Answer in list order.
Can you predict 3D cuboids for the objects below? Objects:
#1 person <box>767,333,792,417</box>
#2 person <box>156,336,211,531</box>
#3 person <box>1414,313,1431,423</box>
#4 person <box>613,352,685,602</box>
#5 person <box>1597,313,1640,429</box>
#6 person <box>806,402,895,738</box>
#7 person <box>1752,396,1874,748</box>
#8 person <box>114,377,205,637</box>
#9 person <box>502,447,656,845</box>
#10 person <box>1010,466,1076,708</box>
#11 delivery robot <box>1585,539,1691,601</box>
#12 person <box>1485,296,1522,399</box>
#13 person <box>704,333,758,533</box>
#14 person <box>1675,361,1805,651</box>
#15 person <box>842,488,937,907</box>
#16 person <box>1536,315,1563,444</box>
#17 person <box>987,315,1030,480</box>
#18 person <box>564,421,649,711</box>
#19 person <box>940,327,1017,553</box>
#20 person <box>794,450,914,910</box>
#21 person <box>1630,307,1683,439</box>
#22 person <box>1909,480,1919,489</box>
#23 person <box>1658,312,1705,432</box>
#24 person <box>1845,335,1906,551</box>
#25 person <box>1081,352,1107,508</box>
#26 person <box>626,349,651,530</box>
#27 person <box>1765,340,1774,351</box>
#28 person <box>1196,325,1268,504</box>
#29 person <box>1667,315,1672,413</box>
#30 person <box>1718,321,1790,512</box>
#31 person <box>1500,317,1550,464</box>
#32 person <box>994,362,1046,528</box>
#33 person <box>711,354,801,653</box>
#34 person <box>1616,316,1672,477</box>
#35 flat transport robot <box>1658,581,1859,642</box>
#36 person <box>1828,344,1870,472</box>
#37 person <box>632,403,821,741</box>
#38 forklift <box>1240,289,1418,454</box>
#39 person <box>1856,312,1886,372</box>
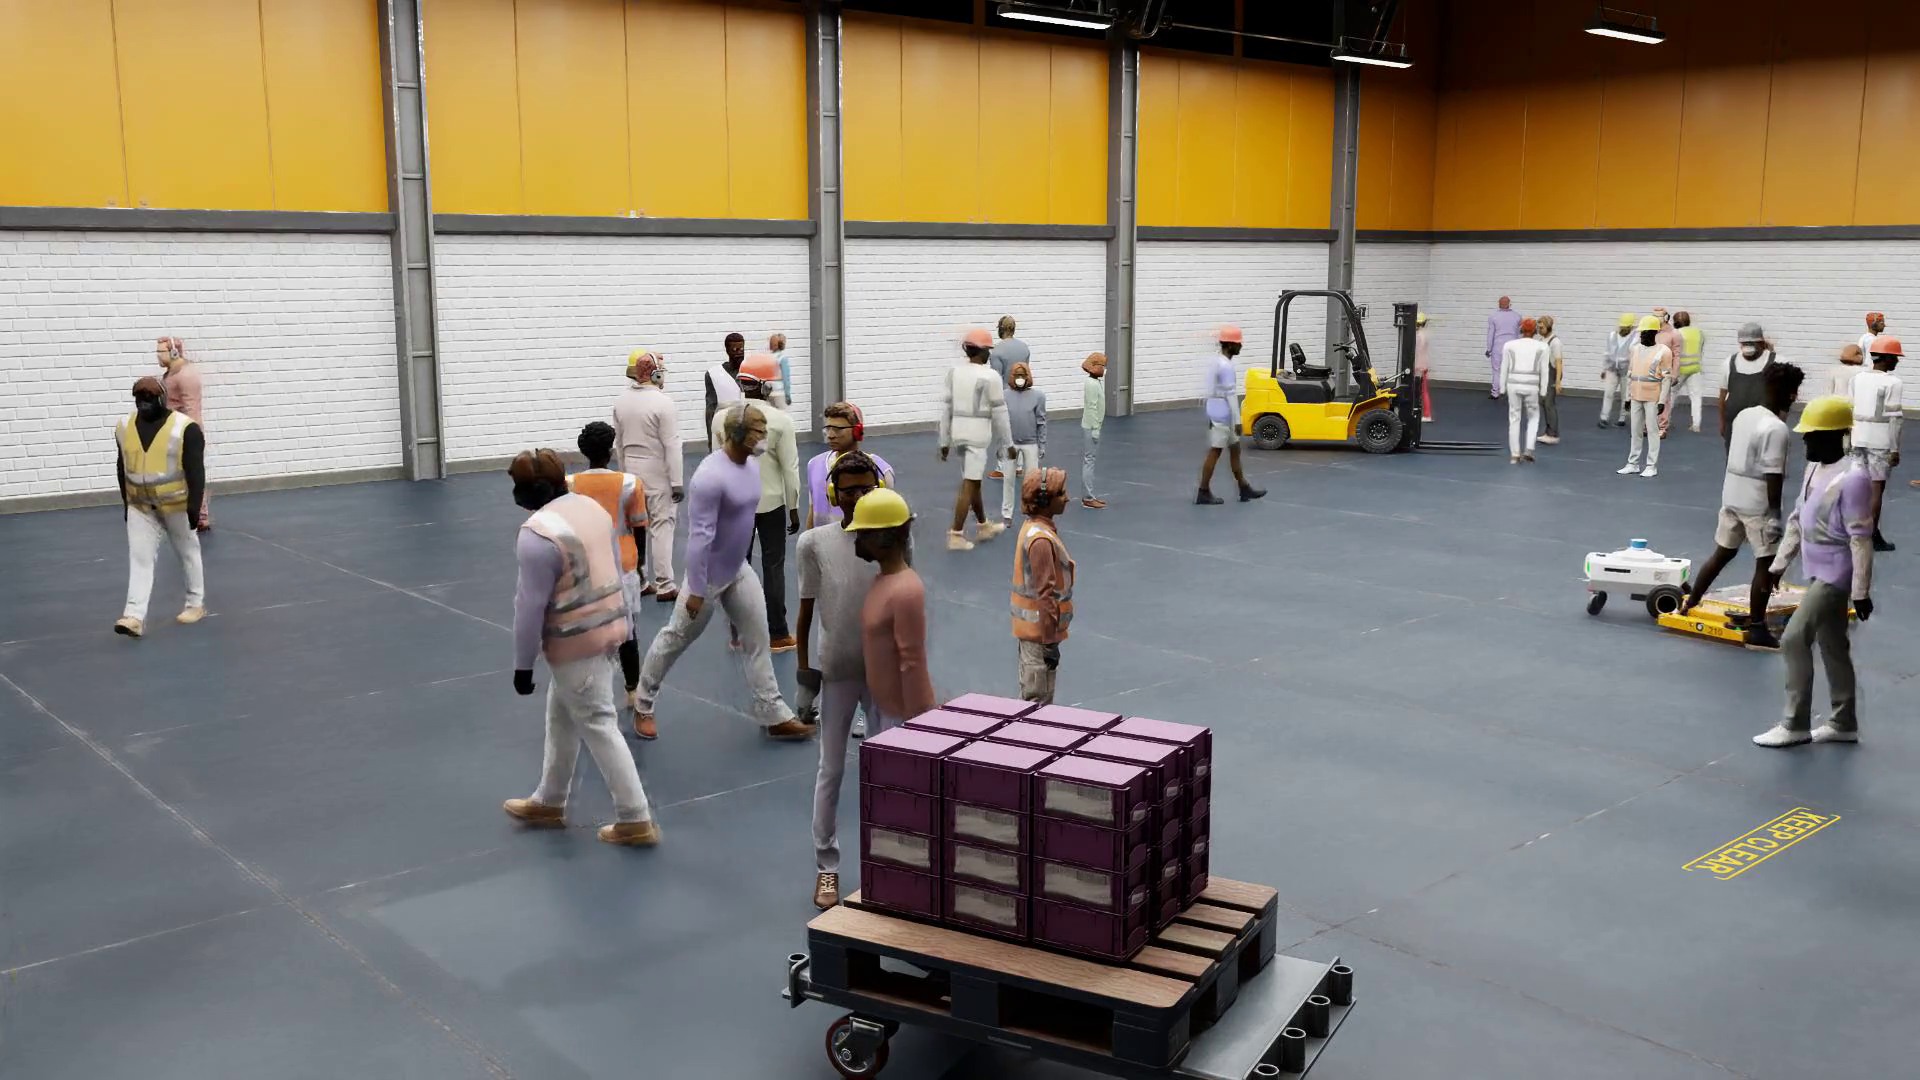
[{"bbox_3d":[-2.428,-1.913,21.937,0.529,1.624,0.527,-6,11,-32],"label":"person"},{"bbox_3d":[-7.397,-0.976,15.720,0.546,1.890,0.666,-6,11,-32],"label":"person"},{"bbox_3d":[7.154,-2.720,26.350,0.757,1.735,0.543,4,10,22],"label":"person"},{"bbox_3d":[-2.340,-0.480,12.743,0.651,1.907,0.409,7,12,37],"label":"person"},{"bbox_3d":[10.015,-2.556,25.325,0.653,1.761,0.919,8,12,39],"label":"person"},{"bbox_3d":[-0.610,0.155,9.202,0.565,1.846,0.390,6,11,30],"label":"person"},{"bbox_3d":[4.555,0.179,8.904,0.737,1.898,0.601,2,10,11],"label":"person"},{"bbox_3d":[-5.615,-0.237,11.643,0.654,1.789,0.945,0,10,0],"label":"person"},{"bbox_3d":[-1.758,0.478,7.454,0.901,1.791,0.649,2,10,12],"label":"person"},{"bbox_3d":[0.395,0.463,8.000,0.308,1.641,0.514,-1,10,-3],"label":"person"},{"bbox_3d":[4.980,0.235,12.234,0.707,0.478,0.477,5,11,27],"label":"delivery robot"},{"bbox_3d":[10.008,-3.537,30.660,0.637,1.904,0.403,0,10,-1],"label":"person"},{"bbox_3d":[-2.136,-1.003,15.767,0.587,1.920,0.390,-6,12,-33],"label":"person"},{"bbox_3d":[5.338,-0.244,11.301,0.574,1.934,0.842,0,10,-1],"label":"person"},{"bbox_3d":[-0.151,0.654,6.596,0.618,1.752,0.536,-3,10,-15],"label":"person"},{"bbox_3d":[8.302,-2.261,23.451,0.439,1.818,0.592,-1,10,-4],"label":"person"},{"bbox_3d":[0.555,-1.678,19.664,0.372,1.940,0.630,9,13,43],"label":"person"},{"bbox_3d":[-2.062,0.160,9.600,0.539,1.698,0.318,-2,10,-13],"label":"person"},{"bbox_3d":[0.198,-0.907,14.974,0.632,1.996,0.985,10,14,44],"label":"person"},{"bbox_3d":[-0.412,0.561,6.756,0.532,1.870,0.319,-3,10,-18],"label":"person"},{"bbox_3d":[10.064,-2.410,24.040,0.400,1.910,0.643,-8,13,-40],"label":"person"},{"bbox_3d":[11.051,-1.521,18.744,0.372,1.940,0.632,2,10,13],"label":"person"},{"bbox_3d":[10.959,-2.558,25.228,0.715,1.783,0.956,-2,10,-13],"label":"person"},{"bbox_3d":[8.231,-0.873,14.960,0.369,1.933,0.551,-3,10,-19],"label":"person"},{"bbox_3d":[1.411,-1.155,17.496,0.289,1.633,0.497,1,10,3],"label":"person"},{"bbox_3d":[-3.067,-0.969,16.075,0.284,1.746,0.492,0,10,-3],"label":"person"},{"bbox_3d":[9.629,-1.584,19.992,0.311,1.639,0.513,5,11,25],"label":"person"},{"bbox_3d":[2.925,-1.316,17.645,0.896,1.899,0.566,0,10,0],"label":"person"},{"bbox_3d":[11.759,-2.970,27.932,0.315,1.696,0.541,-8,13,-41],"label":"person"},{"bbox_3d":[8.084,-1.265,16.948,0.702,2.000,0.776,8,12,38],"label":"person"},{"bbox_3d":[7.171,-1.898,21.166,0.596,1.871,0.461,4,11,23],"label":"person"},{"bbox_3d":[0.585,-0.914,16.107,0.502,1.626,0.281,1,10,5],"label":"person"},{"bbox_3d":[-1.347,-0.241,11.084,0.622,1.992,0.394,3,10,17],"label":"person"},{"bbox_3d":[8.216,-1.718,19.929,0.367,1.928,0.584,-5,11,-28],"label":"person"},{"bbox_3d":[5.699,0.492,11.833,1.431,0.197,0.652,-6,11,-32],"label":"flat transport robot"},{"bbox_3d":[10.514,-1.496,19.594,0.763,1.602,0.509,-1,10,-4],"label":"person"},{"bbox_3d":[-1.341,0.185,9.003,1.093,1.872,0.681,4,10,21],"label":"person"},{"bbox_3d":[5.034,-2.339,22.783,2.313,2.155,1.214,3,10,16],"label":"forklift"},{"bbox_3d":[12.267,-2.125,22.446,0.354,1.883,0.576,3,10,16],"label":"person"}]
